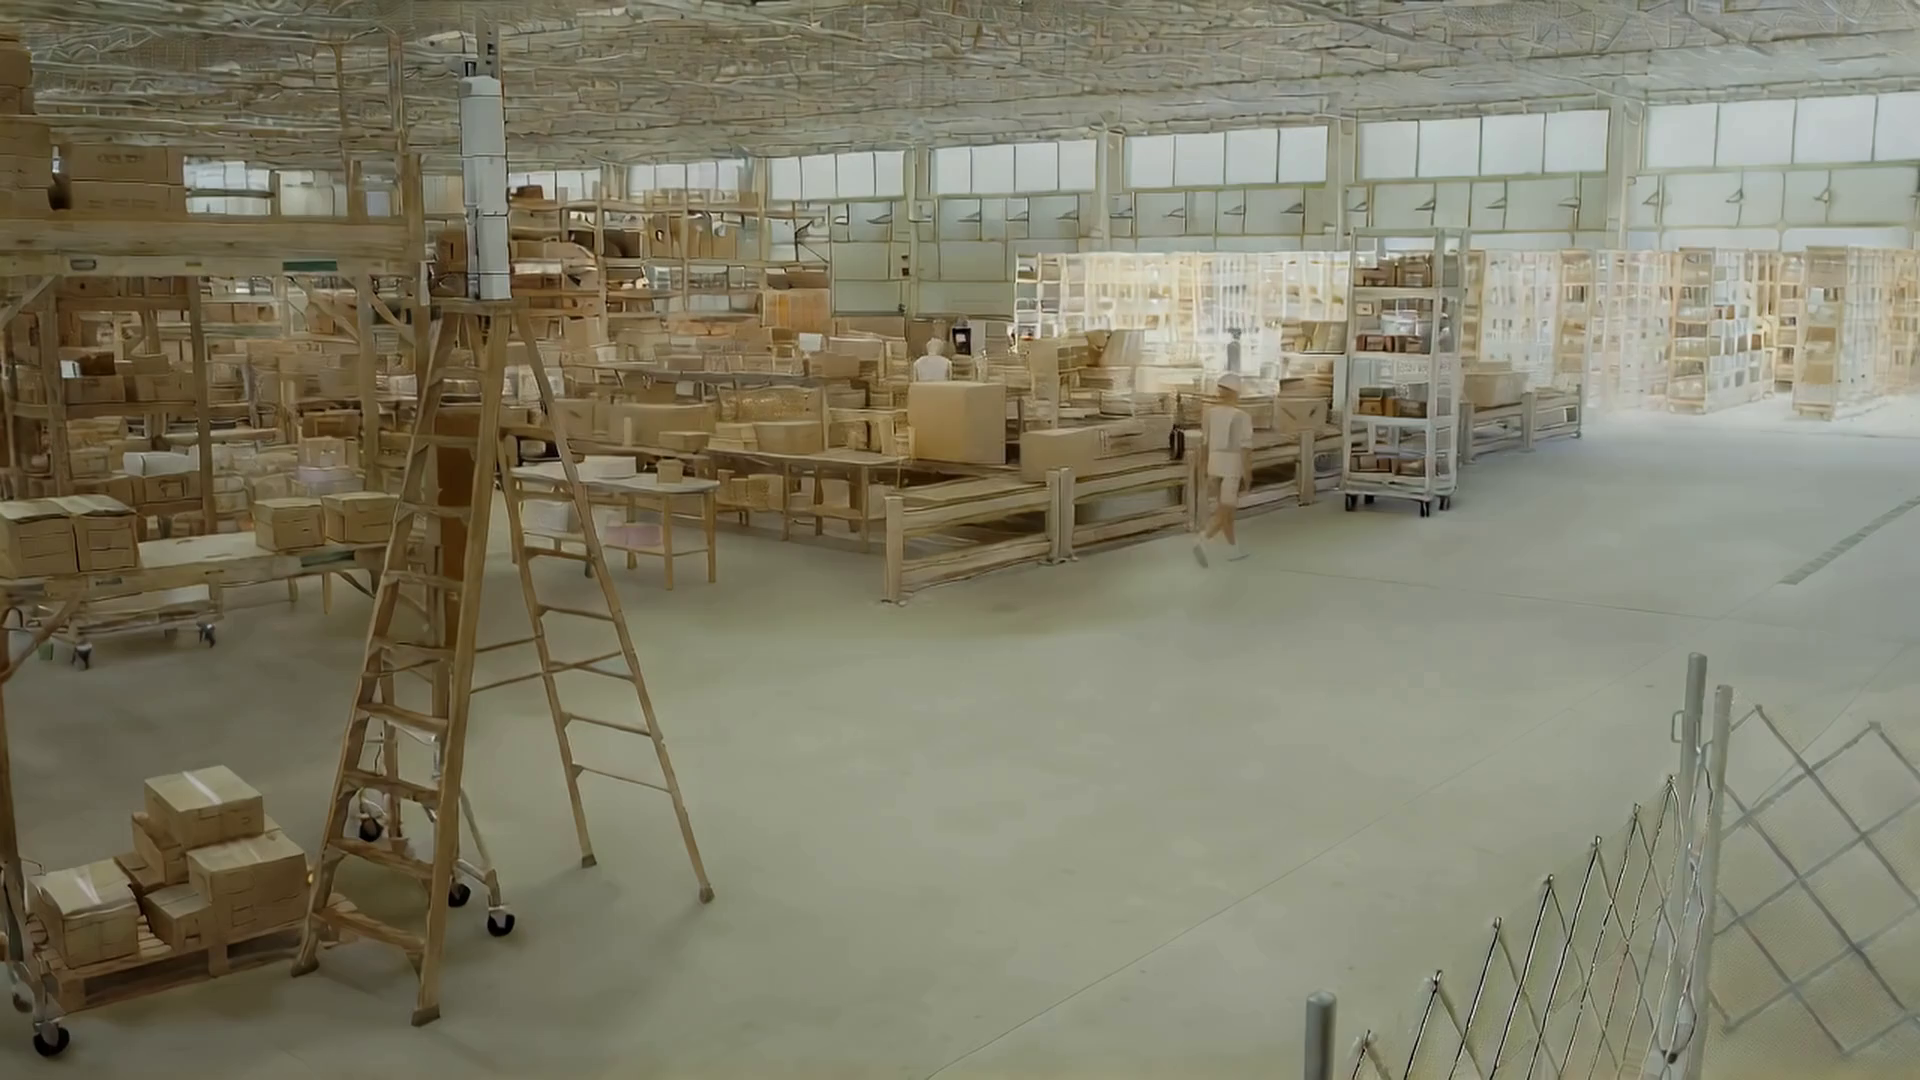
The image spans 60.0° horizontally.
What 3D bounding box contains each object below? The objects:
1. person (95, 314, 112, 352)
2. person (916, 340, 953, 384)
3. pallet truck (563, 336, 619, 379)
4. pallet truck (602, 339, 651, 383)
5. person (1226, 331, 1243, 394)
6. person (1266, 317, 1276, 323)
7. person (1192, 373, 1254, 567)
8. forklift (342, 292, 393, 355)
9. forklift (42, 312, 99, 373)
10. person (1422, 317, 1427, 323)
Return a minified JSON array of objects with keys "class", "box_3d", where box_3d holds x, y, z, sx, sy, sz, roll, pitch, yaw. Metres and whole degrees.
[{"class":"person","box_3d":[-28.383,-6.639,55.146,0.536,1.697,0.322,-7,12,-39]},{"class":"person","box_3d":[-0.439,-2.507,28.757,0.636,1.900,0.398,0,9,1]},{"class":"pallet truck","box_3d":[-10.690,-5.294,48.215,1.601,1.201,0.680,-5,10,-26]},{"class":"pallet truck","box_3d":[-8.991,-4.871,45.351,0.653,1.274,1.630,7,11,37]},{"class":"person","box_3d":[6.358,-3.928,38.157,0.903,1.724,0.535,8,12,39]},{"class":"person","box_3d":[9.236,-5.783,48.879,0.623,1.992,0.396,-4,10,-26]},{"class":"person","box_3d":[2.731,-0.727,17.261,0.941,2.016,0.613,-8,12,-40]},{"class":"forklift","box_3d":[-16.485,-5.622,45.120,1.129,2.768,1.873,7,11,37]},{"class":"forklift","box_3d":[-23.779,-5.451,44.052,1.873,2.768,1.129,7,11,36]},{"class":"person","box_3d":[13.137,-5.395,46.964,0.592,1.833,0.404,1,9,5]}]
